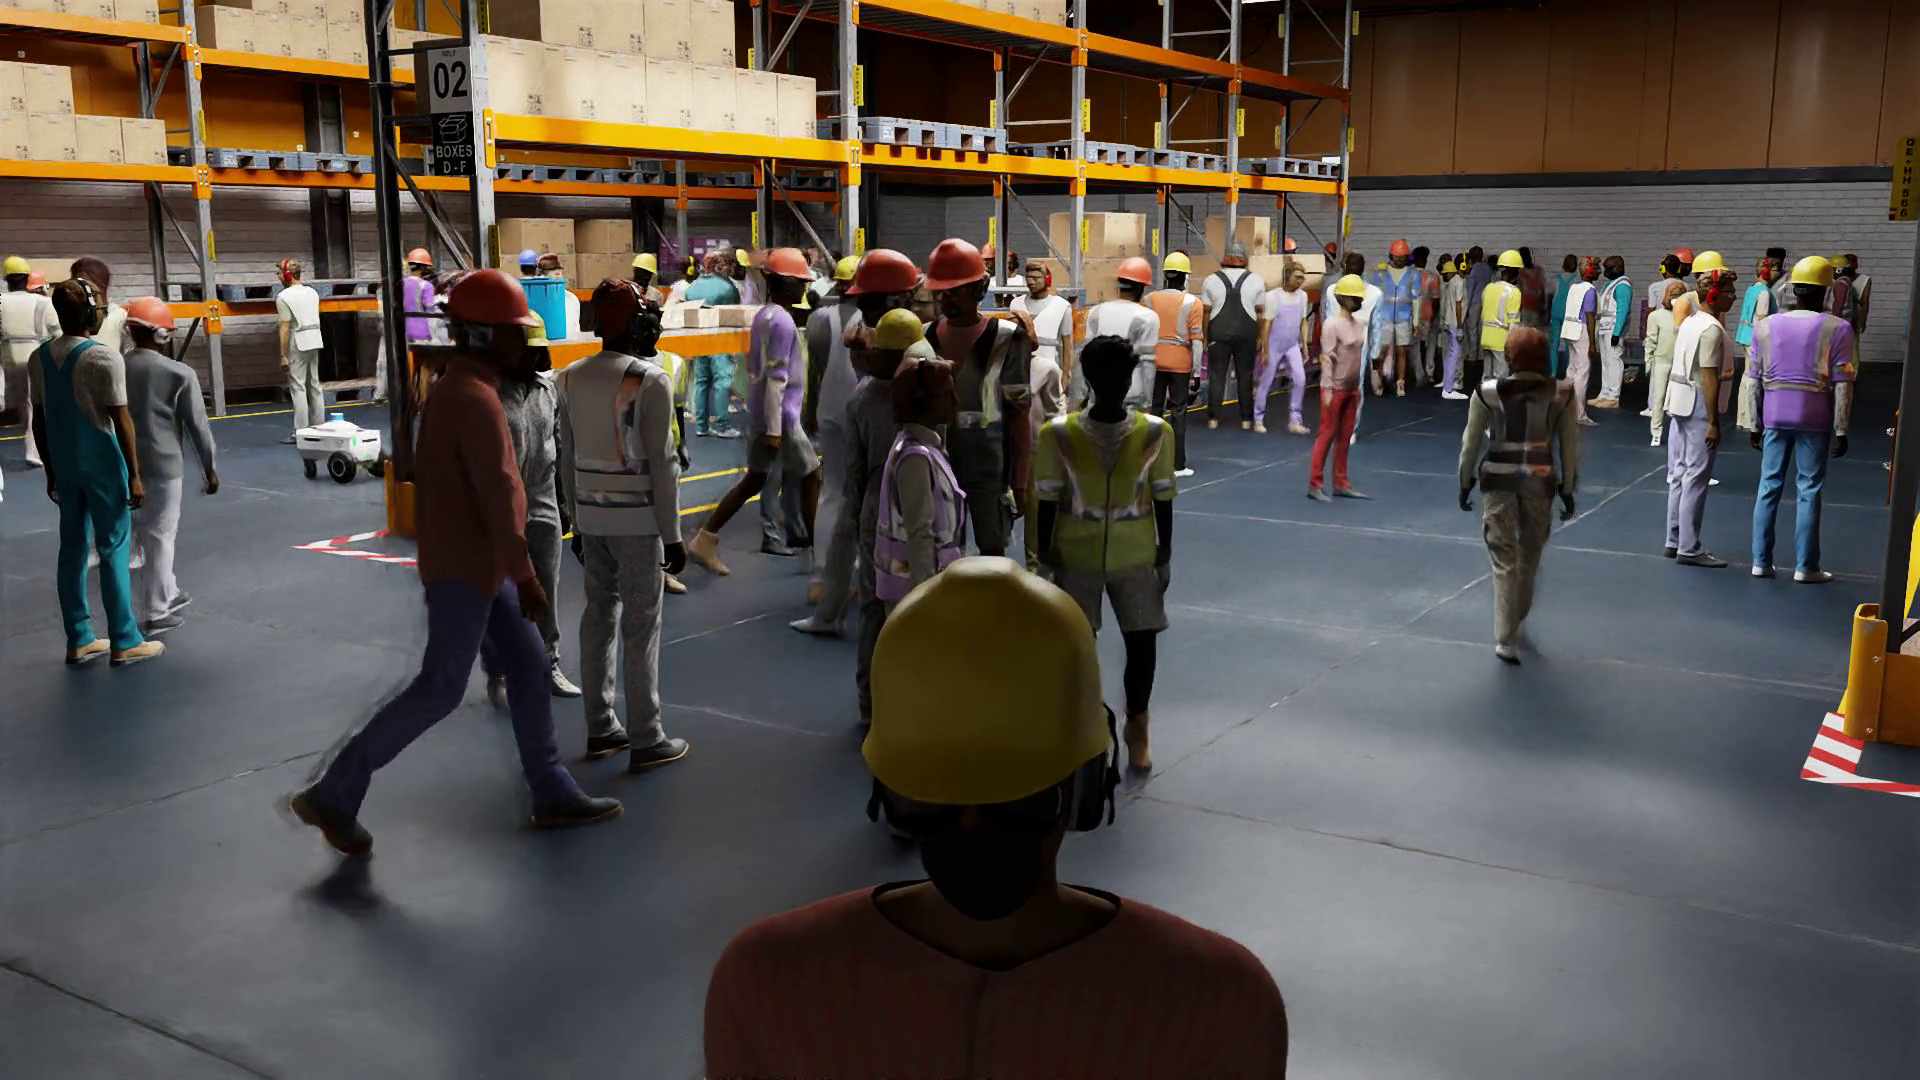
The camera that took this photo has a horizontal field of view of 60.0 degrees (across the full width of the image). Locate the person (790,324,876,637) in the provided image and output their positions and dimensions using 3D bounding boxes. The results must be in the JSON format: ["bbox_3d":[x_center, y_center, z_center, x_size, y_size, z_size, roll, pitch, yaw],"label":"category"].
[{"bbox_3d":[-0.507,-0.289,8.442,0.814,1.598,0.524,3,11,15],"label":"person"}]

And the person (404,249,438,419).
[{"bbox_3d":[-6.108,-2.323,18.840,0.548,1.925,0.392,6,12,29],"label":"person"}]

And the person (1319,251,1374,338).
[{"bbox_3d":[4.728,-2.580,20.383,0.629,1.881,1.084,3,11,16],"label":"person"}]

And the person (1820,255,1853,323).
[{"bbox_3d":[11.952,-2.974,22.713,0.403,1.824,0.593,6,12,29],"label":"person"}]

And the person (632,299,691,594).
[{"bbox_3d":[-1.769,-0.511,9.411,0.532,1.697,0.322,-8,13,-38],"label":"person"}]

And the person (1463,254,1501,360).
[{"bbox_3d":[8.694,-3.796,27.384,0.976,1.794,0.628,-2,10,-11],"label":"person"}]

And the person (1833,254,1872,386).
[{"bbox_3d":[12.337,-3.051,23.126,0.405,1.831,0.573,-7,12,-34],"label":"person"}]

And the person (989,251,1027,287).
[{"bbox_3d":[0.604,-2.615,20.560,0.572,1.883,0.355,0,10,2],"label":"person"}]

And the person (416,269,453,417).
[{"bbox_3d":[-6.058,-2.250,19.047,0.529,1.697,0.321,-2,10,-12],"label":"person"}]

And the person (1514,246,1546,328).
[{"bbox_3d":[9.122,-3.737,26.688,0.697,1.924,0.369,-4,11,-22],"label":"person"}]

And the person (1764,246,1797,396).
[{"bbox_3d":[10.596,-2.840,21.619,0.469,1.944,0.614,-4,11,-21],"label":"person"}]

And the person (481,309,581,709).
[{"bbox_3d":[-1.888,-0.135,7.234,0.320,1.738,0.483,10,14,43],"label":"person"}]

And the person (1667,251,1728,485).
[{"bbox_3d":[6.076,-1.395,13.666,0.588,1.930,0.364,-7,12,-34],"label":"person"}]

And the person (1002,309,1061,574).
[{"bbox_3d":[0.323,-0.497,9.516,0.502,1.633,0.280,1,10,3],"label":"person"}]

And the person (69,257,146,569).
[{"bbox_3d":[-5.254,-0.770,10.262,0.598,1.923,0.395,5,11,26],"label":"person"}]

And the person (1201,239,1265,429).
[{"bbox_3d":[2.936,-2.218,17.922,0.685,2.000,0.536,2,10,9],"label":"person"}]

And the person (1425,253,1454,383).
[{"bbox_3d":[6.818,-3.127,23.525,0.505,1.838,0.337,2,10,9],"label":"person"}]

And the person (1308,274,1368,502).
[{"bbox_3d":[2.983,-1.178,12.938,0.341,1.767,0.534,10,14,43],"label":"person"}]

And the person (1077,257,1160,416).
[{"bbox_3d":[1.144,-1.040,11.770,0.562,1.904,0.503,7,13,35],"label":"person"}]

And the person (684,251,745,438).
[{"bbox_3d":[-2.510,-1.999,17.078,0.643,1.908,0.399,7,13,36],"label":"person"}]

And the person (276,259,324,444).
[{"bbox_3d":[-6.560,-1.868,16.558,0.394,1.836,0.560,3,11,15],"label":"person"}]

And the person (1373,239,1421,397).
[{"bbox_3d":[5.627,-2.861,21.490,0.609,2.040,0.385,3,11,15],"label":"person"}]

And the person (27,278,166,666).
[{"bbox_3d":[-4.129,-0.315,7.917,0.513,1.845,0.334,2,10,12],"label":"person"}]

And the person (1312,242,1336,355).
[{"bbox_3d":[6.254,-4.055,28.264,0.611,1.985,0.412,-3,11,-18],"label":"person"}]

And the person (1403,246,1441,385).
[{"bbox_3d":[6.398,-3.150,23.360,0.687,1.941,0.464,3,11,18],"label":"person"}]

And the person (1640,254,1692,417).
[{"bbox_3d":[8.093,-2.334,19.070,0.509,1.862,0.328,0,10,0],"label":"person"}]

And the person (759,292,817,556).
[{"bbox_3d":[-1.100,-0.779,10.729,0.341,1.760,0.525,7,12,33],"label":"person"}]

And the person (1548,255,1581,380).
[{"bbox_3d":[8.864,-3.255,24.348,0.533,1.795,0.955,6,12,30],"label":"person"}]

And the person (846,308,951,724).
[{"bbox_3d":[-0.241,-0.079,6.888,0.489,1.746,0.286,6,12,31],"label":"person"}]

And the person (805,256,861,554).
[{"bbox_3d":[-0.731,-0.874,10.796,0.604,1.924,0.388,6,12,30],"label":"person"}]

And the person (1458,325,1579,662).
[{"bbox_3d":[2.723,-0.250,8.200,0.541,1.599,0.807,1,10,7],"label":"person"}]
